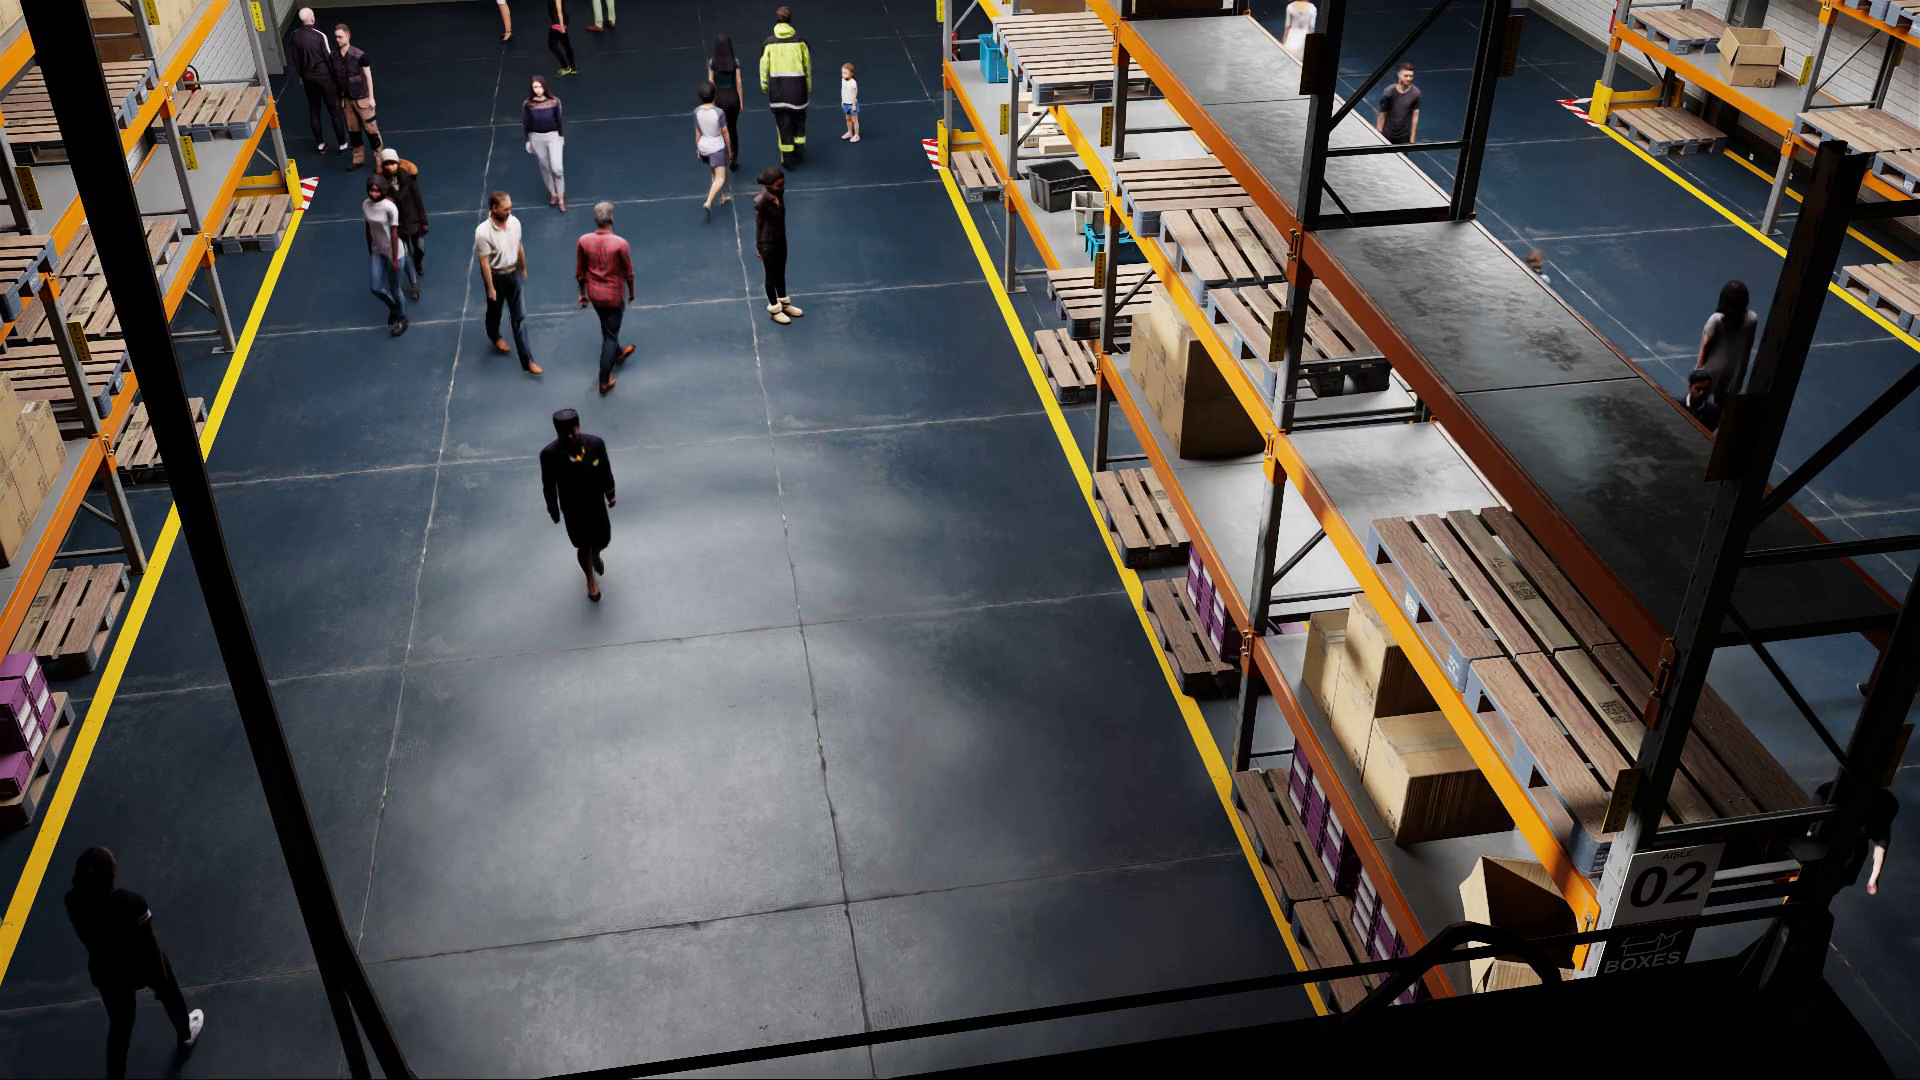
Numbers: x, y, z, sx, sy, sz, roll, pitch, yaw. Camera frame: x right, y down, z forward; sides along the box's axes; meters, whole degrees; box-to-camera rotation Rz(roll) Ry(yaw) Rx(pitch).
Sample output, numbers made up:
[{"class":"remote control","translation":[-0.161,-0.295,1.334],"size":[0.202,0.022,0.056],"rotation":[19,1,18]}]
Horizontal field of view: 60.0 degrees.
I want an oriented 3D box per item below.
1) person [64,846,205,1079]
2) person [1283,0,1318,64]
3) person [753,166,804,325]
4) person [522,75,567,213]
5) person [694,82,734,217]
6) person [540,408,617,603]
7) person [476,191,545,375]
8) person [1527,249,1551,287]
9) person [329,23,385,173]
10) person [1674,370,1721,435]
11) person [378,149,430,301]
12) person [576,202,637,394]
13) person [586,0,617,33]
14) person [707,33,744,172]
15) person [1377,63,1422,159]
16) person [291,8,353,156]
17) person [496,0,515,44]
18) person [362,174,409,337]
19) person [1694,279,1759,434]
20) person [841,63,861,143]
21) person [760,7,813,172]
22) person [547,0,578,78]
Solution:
[{"class":"person","translation":[-4.493,2.374,8.909],"size":[0.764,1.699,1.186],"rotation":[0,34,-1]},{"class":"person","translation":[4.549,-6.640,22.433],"size":[0.737,1.740,0.807],"rotation":[14,36,20]},{"class":"person","translation":[-1.937,-3.063,17.129],"size":[0.758,1.654,0.695],"rotation":[28,43,35]},{"class":"person","translation":[-4.901,-4.717,19.676],"size":[0.623,1.588,0.763],"rotation":[-3,34,-5]},{"class":"person","translation":[-2.912,-4.565,19.490],"size":[0.891,1.541,1.048],"rotation":[13,36,19]},{"class":"person","translation":[-2.950,-0.312,12.983],"size":[0.766,1.662,0.774],"rotation":[-12,35,-17]},{"class":"person","translation":[-4.530,-2.567,16.260],"size":[1.088,1.790,1.333],"rotation":[-25,41,-33]},{"class":"person","translation":[5.303,-2.064,15.730],"size":[0.507,1.538,0.749],"rotation":[-7,34,-11]},{"class":"person","translation":[-7.477,-5.487,20.607],"size":[0.759,1.840,0.724],"rotation":[6,34,9]},{"class":"person","translation":[5.744,-0.635,13.439],"size":[0.909,1.695,1.229],"rotation":[6,34,8]},{"class":"person","translation":[-5.888,-3.399,17.665],"size":[0.684,1.620,0.891],"rotation":[-10,35,-15]},{"class":"person","translation":[-3.380,-2.265,15.811],"size":[1.018,1.784,1.206],"rotation":[8,35,12]},{"class":"person","translation":[-5.596,-8.793,25.555],"size":[0.825,1.869,0.777],"rotation":[24,40,31]},{"class":"person","translation":[-2.864,-5.330,20.485],"size":[0.672,1.715,0.821],"rotation":[-8,35,-12]},{"class":"person","translation":[5.116,-4.805,19.663],"size":[0.720,1.750,0.718],"rotation":[2,34,3]},{"class":"person","translation":[-8.143,-5.823,21.118],"size":[0.739,1.835,0.694],"rotation":[4,34,6]},{"class":"person","translation":[-6.970,-8.447,25.100],"size":[0.638,1.796,0.411],"rotation":[-5,34,-7]},{"class":"person","translation":[-5.744,-2.907,16.848],"size":[0.729,1.706,0.784],"rotation":[13,36,19]},{"class":"person","translation":[6.837,-1.528,14.877],"size":[0.762,1.590,1.001],"rotation":[1,34,2]},{"class":"person","translation":[-1.425,-5.719,21.700],"size":[0.535,1.018,0.458],"rotation":[-28,43,-36]},{"class":"person","translation":[-2.124,-5.551,20.603],"size":[0.777,1.952,0.795],"rotation":[-9,35,-13]},{"class":"person","translation":[-5.654,-7.417,23.782],"size":[0.621,1.540,0.508],"rotation":[-3,34,-5]}]
